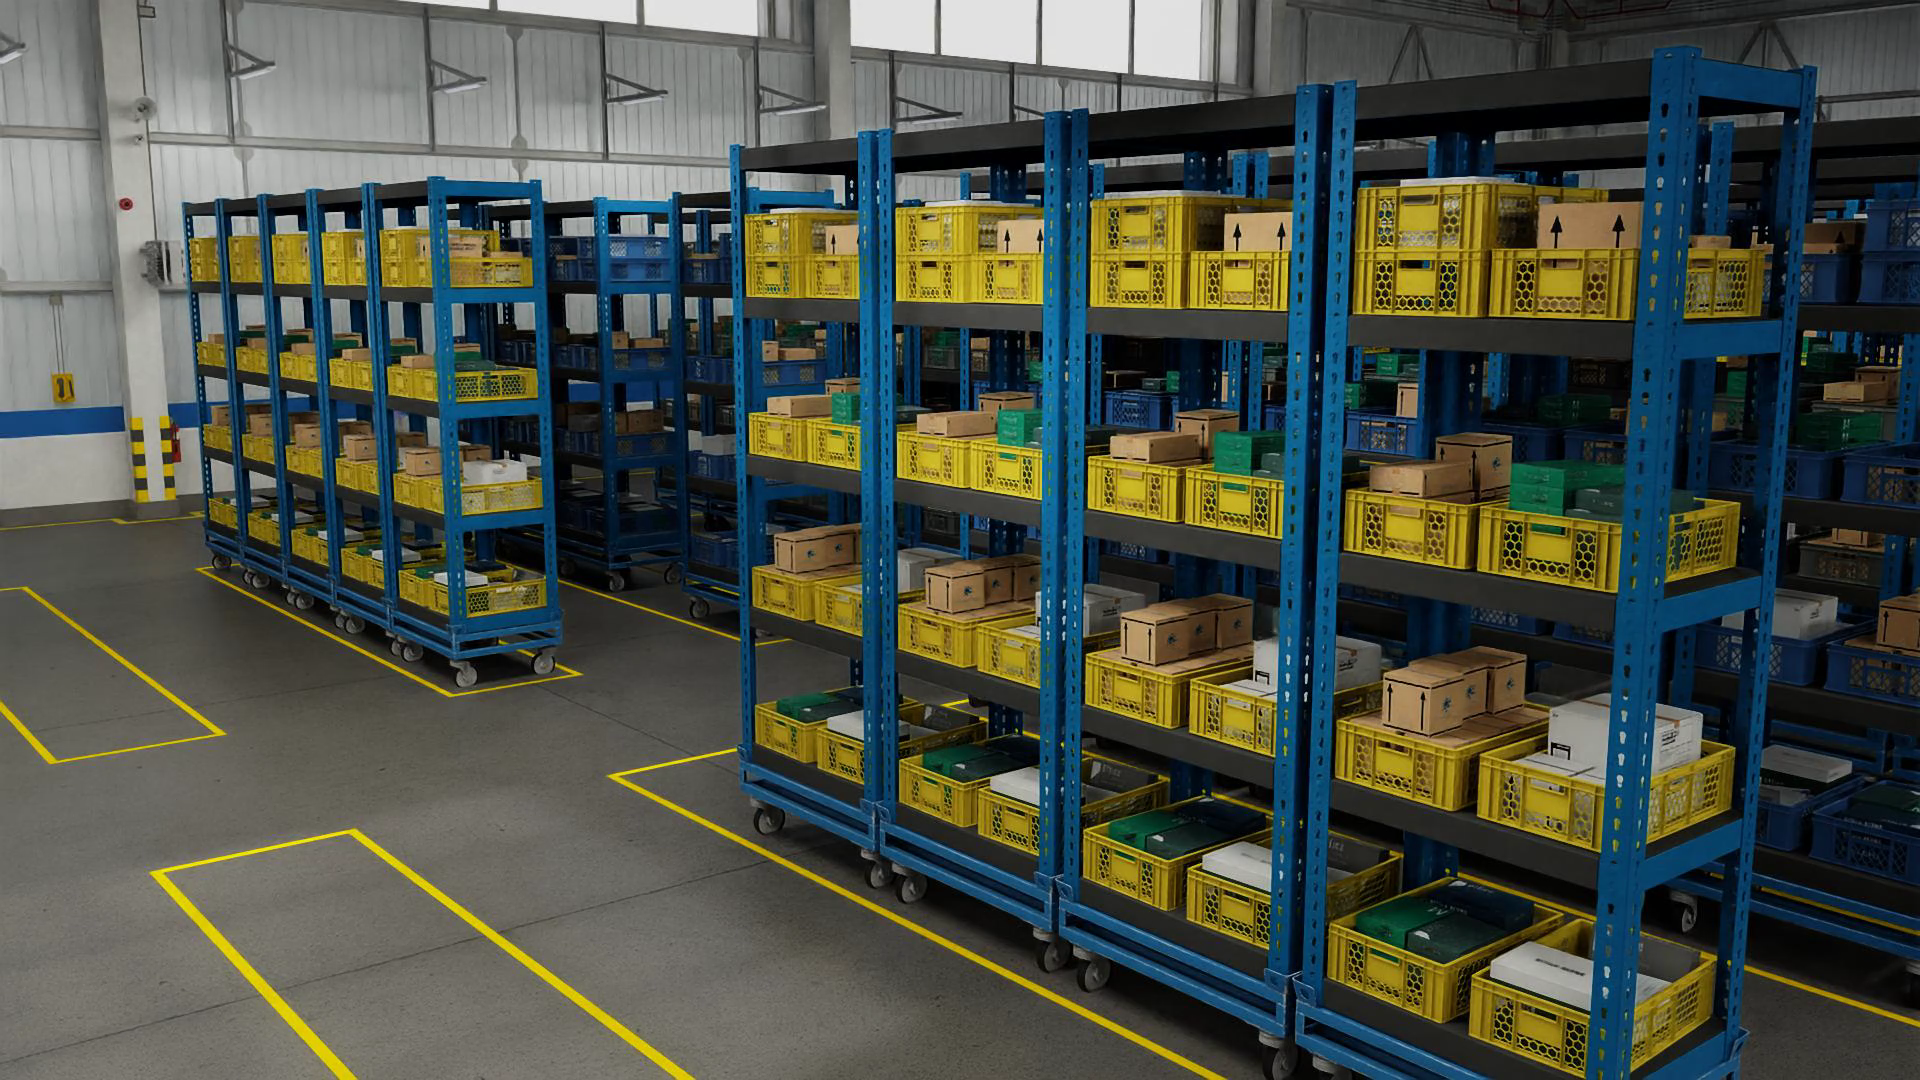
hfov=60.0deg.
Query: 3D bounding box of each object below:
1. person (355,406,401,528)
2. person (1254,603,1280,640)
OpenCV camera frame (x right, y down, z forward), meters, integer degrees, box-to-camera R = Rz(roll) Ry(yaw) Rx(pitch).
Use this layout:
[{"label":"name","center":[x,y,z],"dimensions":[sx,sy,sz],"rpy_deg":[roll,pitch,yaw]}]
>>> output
[{"label":"person","center":[-6.002,-0.745,17.229],"dimensions":[0.602,1.827,0.553],"rpy_deg":[5,11,27]},{"label":"person","center":[1.987,0.225,11.475],"dimensions":[0.862,1.793,0.618],"rpy_deg":[7,12,36]}]
